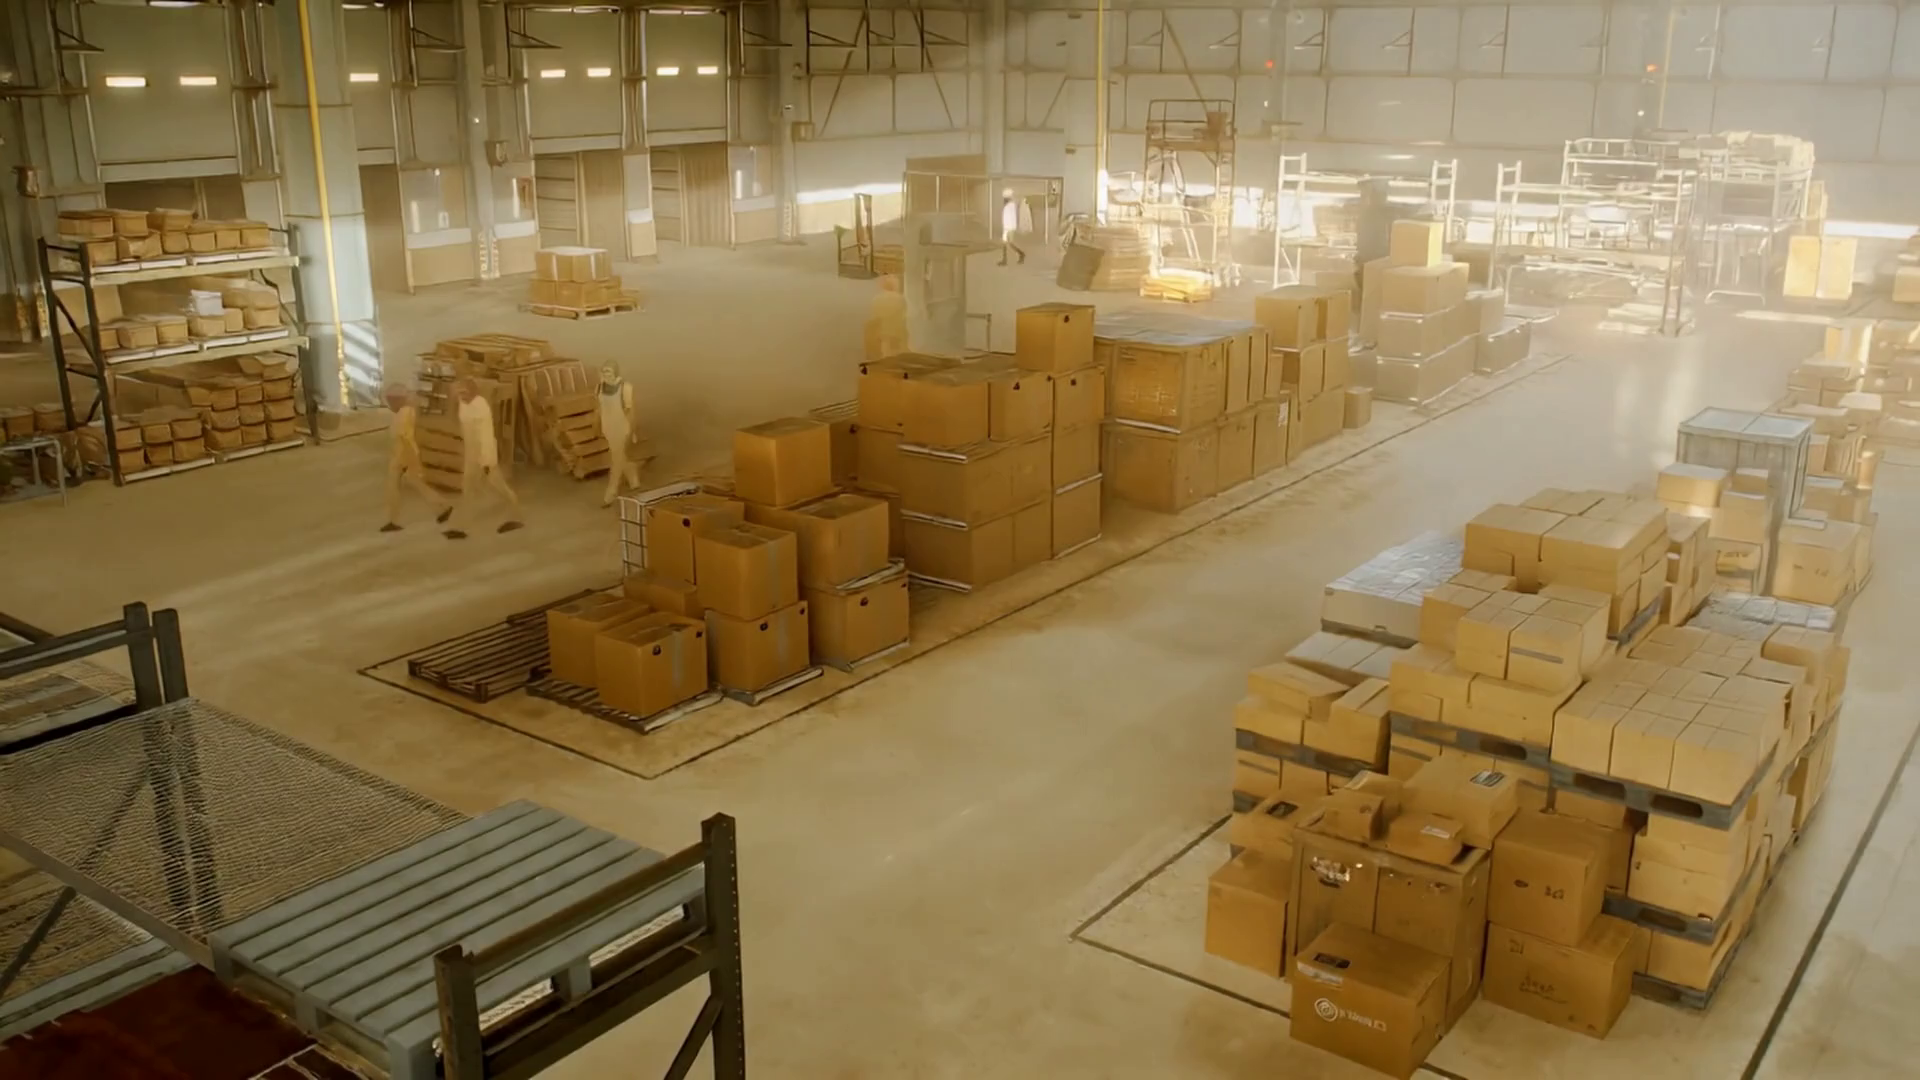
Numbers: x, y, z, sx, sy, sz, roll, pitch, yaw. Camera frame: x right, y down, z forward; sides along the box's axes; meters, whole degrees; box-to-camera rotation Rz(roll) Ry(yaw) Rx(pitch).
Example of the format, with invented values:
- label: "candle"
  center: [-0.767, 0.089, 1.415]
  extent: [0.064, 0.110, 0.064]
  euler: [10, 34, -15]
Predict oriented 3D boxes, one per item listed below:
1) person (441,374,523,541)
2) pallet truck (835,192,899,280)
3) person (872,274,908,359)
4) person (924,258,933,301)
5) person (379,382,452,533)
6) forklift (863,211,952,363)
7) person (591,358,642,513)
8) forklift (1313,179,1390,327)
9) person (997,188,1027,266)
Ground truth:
- label: "person"
  center: [-5.371, -0.933, 18.589]
  extent: [0.995, 1.879, 0.654]
  euler: [-14, 22, -39]
- label: "pallet truck"
  center: [-1.936, -7.159, 38.982]
  extent: [1.885, 1.965, 0.823]
  euler: [-12, 21, -34]
- label: "person"
  center: [-1.041, -3.220, 26.099]
  extent: [0.657, 1.897, 0.944]
  euler: [7, 18, 22]
- label: "person"
  center: [-0.767, -4.759, 31.689]
  extent: [0.518, 1.623, 0.687]
  euler: [13, 21, 37]
- label: "person"
  center: [-6.273, -0.965, 18.939]
  extent: [0.487, 1.718, 0.777]
  euler: [15, 22, 40]
- label: "forklift"
  center: [-0.528, -3.704, 26.040]
  extent: [1.873, 2.768, 1.129]
  euler: [12, 21, 35]
- label: "person"
  center: [-4.127, -1.307, 19.971]
  extent: [0.527, 1.805, 0.987]
  euler: [7, 18, 22]
- label: "forklift"
  center: [7.891, -5.534, 32.099]
  extent: [1.873, 2.768, 1.129]
  euler: [10, 19, 29]
- label: "person"
  center: [1.273, -7.683, 40.865]
  extent: [0.615, 1.922, 0.547]
  euler: [-1, 17, -3]
